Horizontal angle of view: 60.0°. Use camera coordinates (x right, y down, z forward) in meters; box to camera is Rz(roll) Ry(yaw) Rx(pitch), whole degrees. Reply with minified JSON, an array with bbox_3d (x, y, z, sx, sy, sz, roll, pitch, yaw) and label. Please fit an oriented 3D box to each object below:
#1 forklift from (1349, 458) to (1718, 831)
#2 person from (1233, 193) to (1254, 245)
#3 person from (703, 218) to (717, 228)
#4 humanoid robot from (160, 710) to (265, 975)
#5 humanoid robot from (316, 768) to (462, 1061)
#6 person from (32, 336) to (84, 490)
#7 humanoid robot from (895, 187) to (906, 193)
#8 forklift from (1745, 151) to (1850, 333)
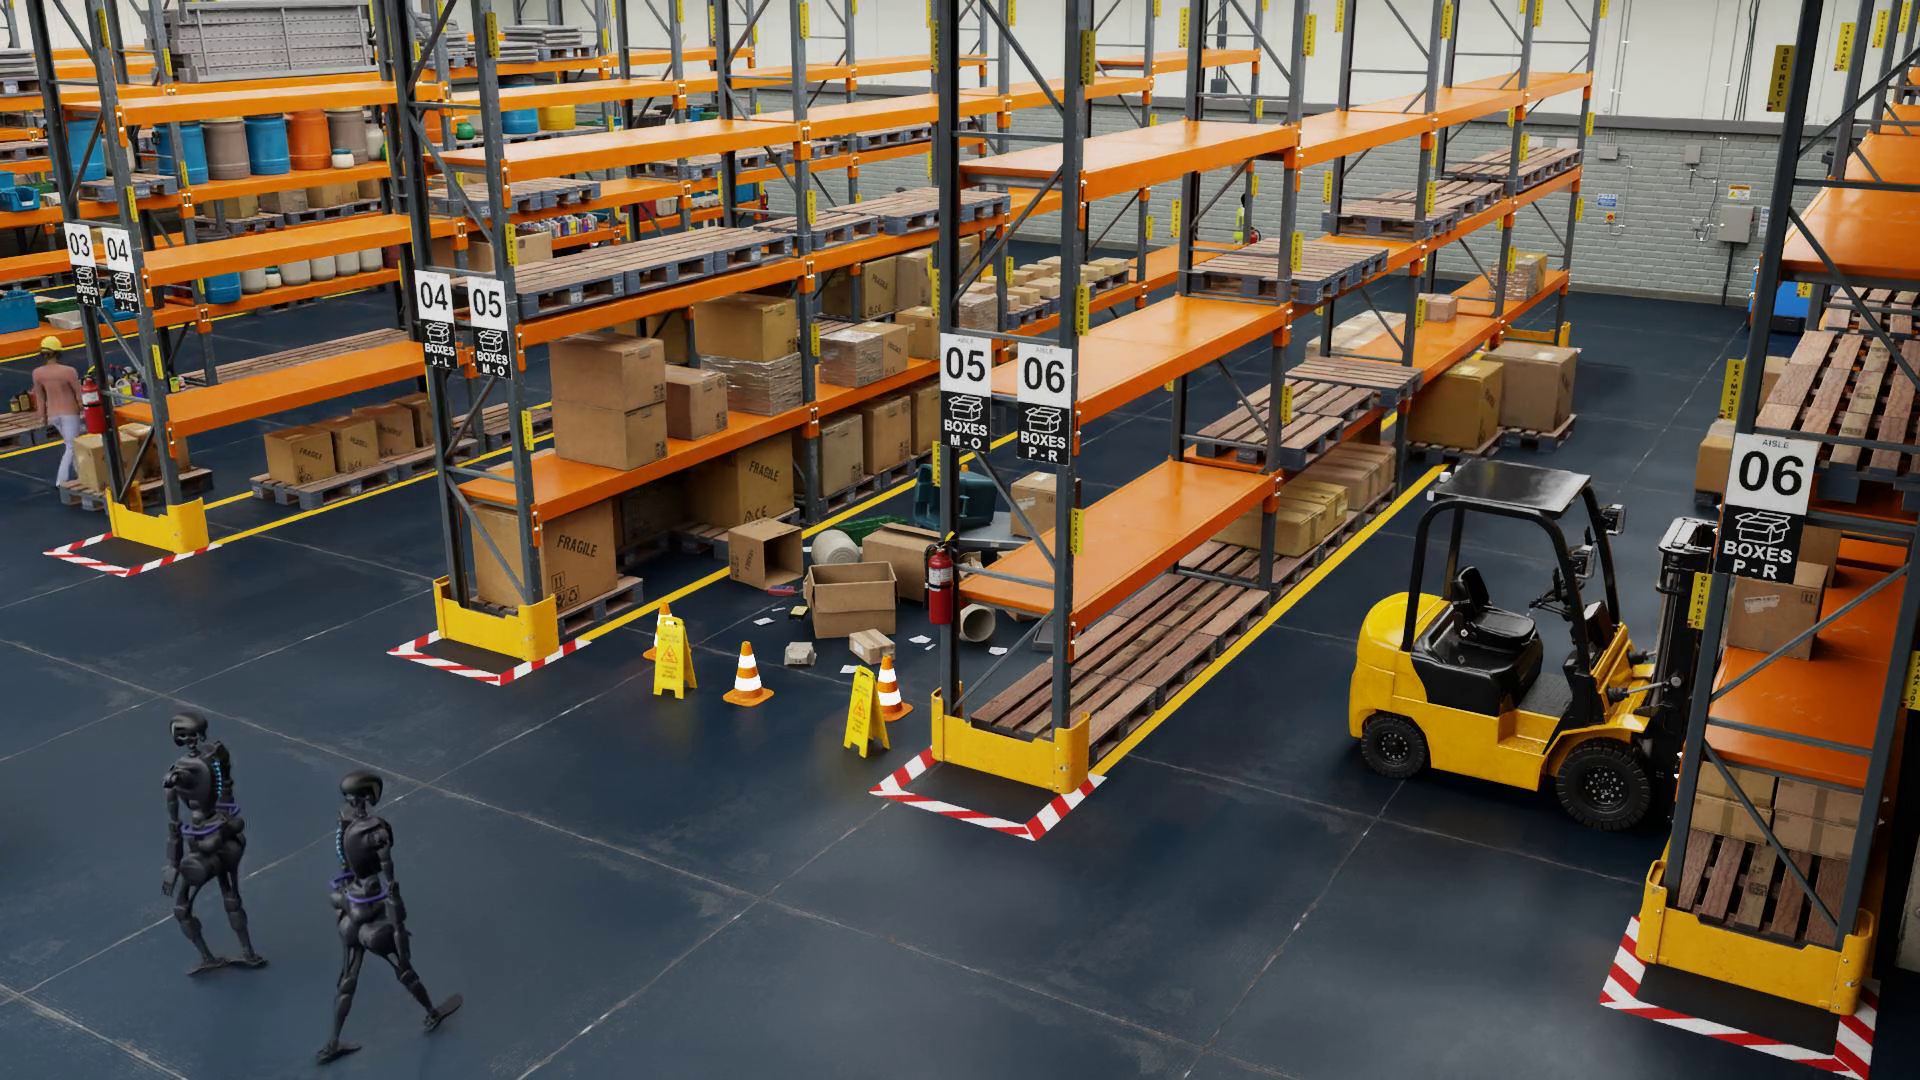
[{"bbox_3d":[3.988,0.658,11.776,2.313,2.155,1.214,11,22,29],"label":"forklift"},{"bbox_3d":[5.157,-5.483,30.296,0.323,1.685,0.539,-2,19,-5],"label":"person"},{"bbox_3d":[-5.243,-7.060,34.858,0.491,1.688,0.348,-6,20,-16],"label":"person"},{"bbox_3d":[-4.313,1.724,9.469,0.463,1.647,0.602,4,20,12],"label":"humanoid robot"},{"bbox_3d":[-3.130,1.957,8.857,0.588,1.631,0.766,16,25,39],"label":"humanoid robot"},{"bbox_3d":[-9.950,-1.408,18.445,0.526,1.725,0.829,3,19,9],"label":"person"},{"bbox_3d":[-1.038,-5.808,31.259,0.380,1.639,0.605,7,20,18],"label":"humanoid robot"},{"bbox_3d":[13.620,-4.667,26.137,1.873,2.768,1.129,11,22,29],"label":"forklift"}]
